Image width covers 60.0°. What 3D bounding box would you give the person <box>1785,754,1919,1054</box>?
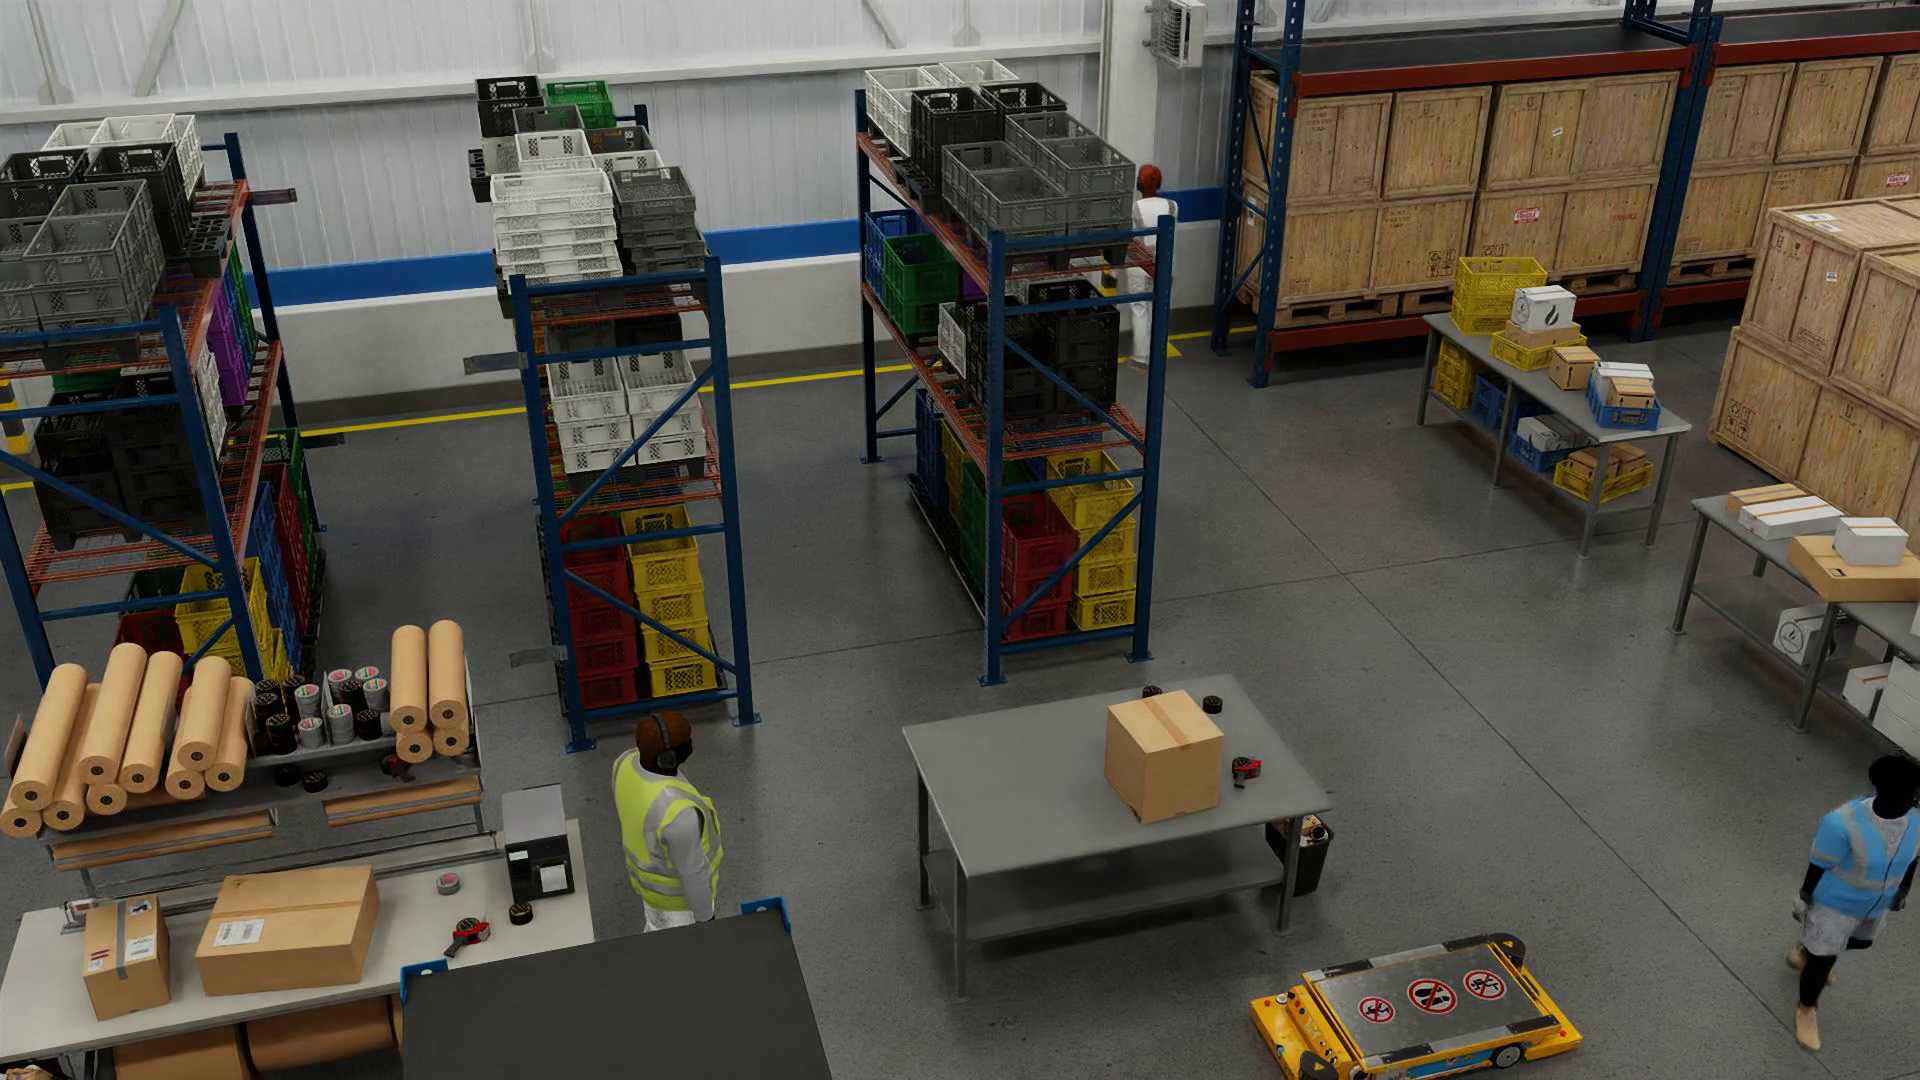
[{"bbox_3d":[4.125,1.598,7.790,0.556,1.666,0.558,-5,29,-9],"label":"person"}]

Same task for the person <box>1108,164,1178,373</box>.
[{"bbox_3d":[1.633,-2.453,14.952,0.577,1.883,0.424,-14,32,-24],"label":"person"}]

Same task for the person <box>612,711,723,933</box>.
[{"bbox_3d":[-1.299,1.569,7.659,0.429,1.842,0.633,-20,35,-32],"label":"person"}]

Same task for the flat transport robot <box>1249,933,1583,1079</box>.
[{"bbox_3d":[2.184,2.282,7.980,1.431,0.197,0.652,-8,30,-14],"label":"flat transport robot"}]
